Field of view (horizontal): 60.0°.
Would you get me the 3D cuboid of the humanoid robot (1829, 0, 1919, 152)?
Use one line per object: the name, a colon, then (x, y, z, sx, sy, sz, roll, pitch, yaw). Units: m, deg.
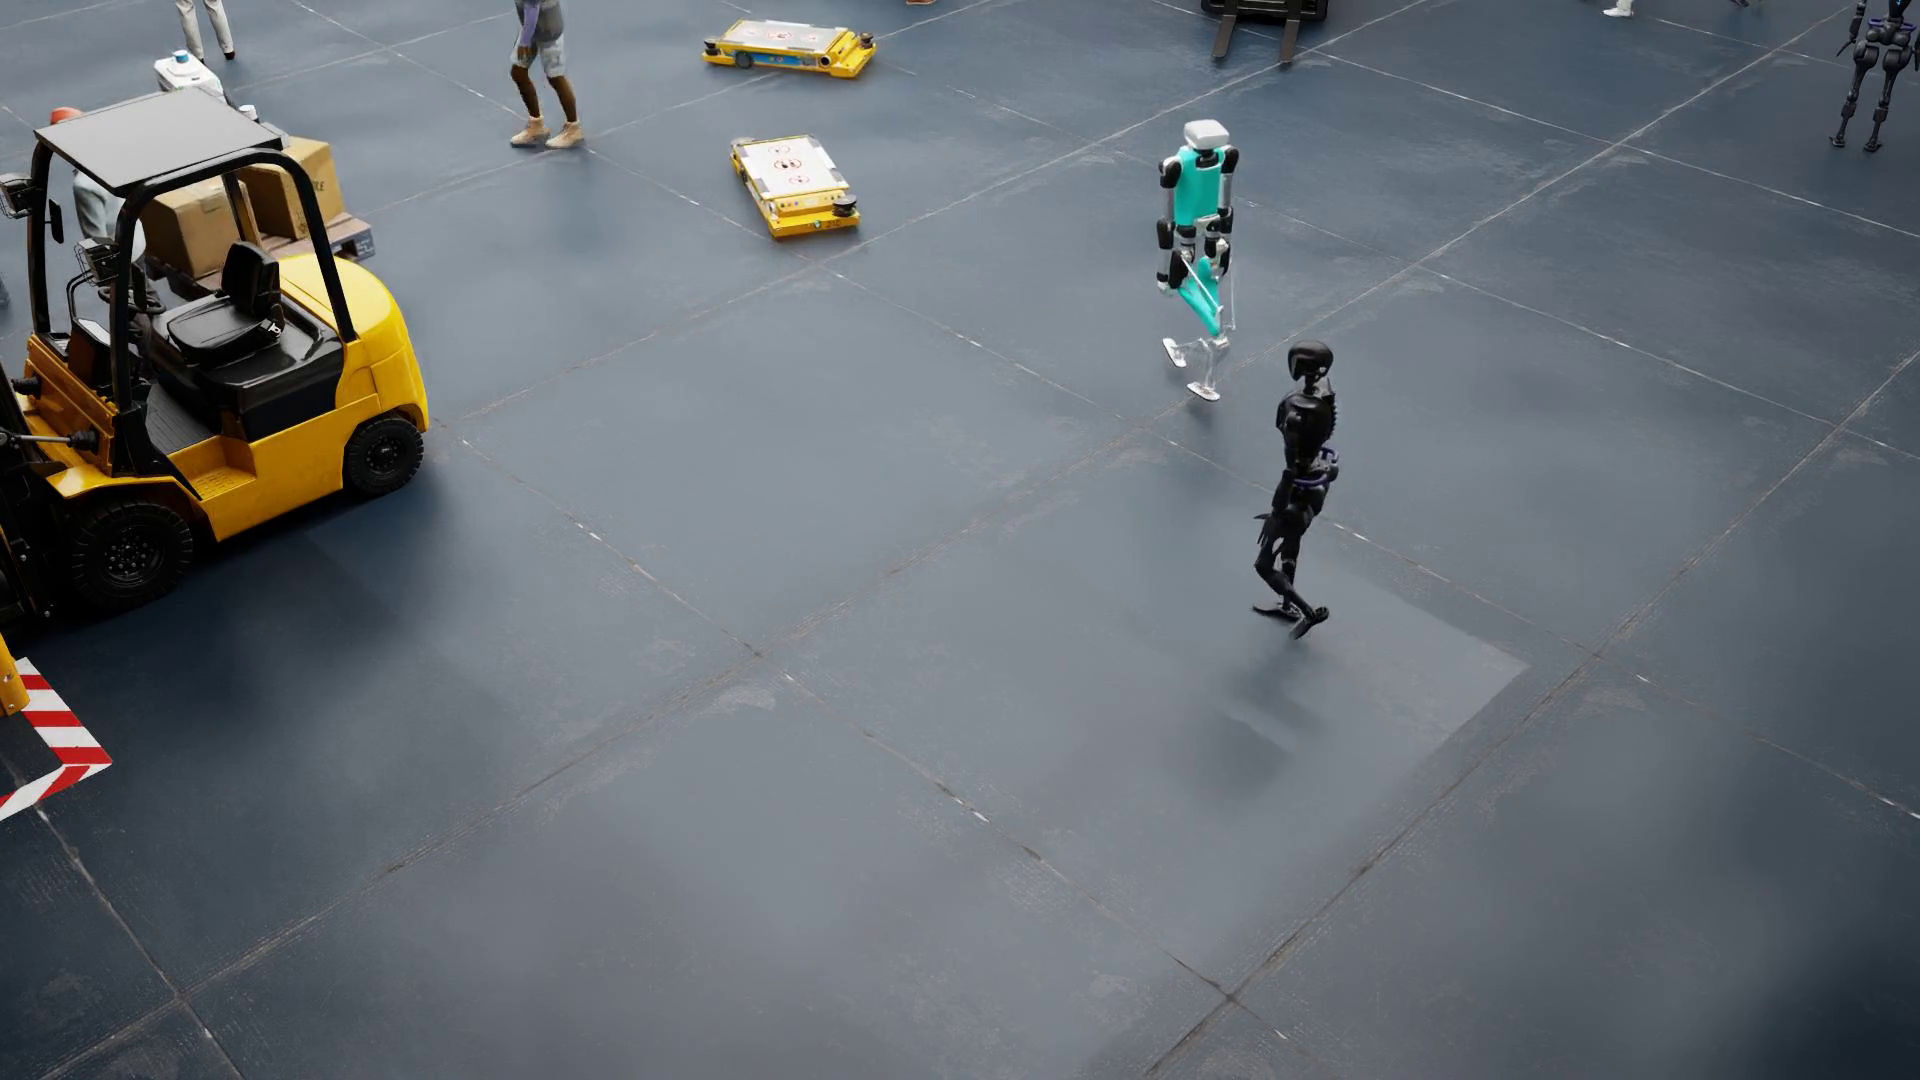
humanoid robot: (7.237, -3.896, 13.023, 0.599, 1.657, 0.315, 17, 40, 22)

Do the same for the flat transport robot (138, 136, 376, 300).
flat transport robot: (-4.761, -1.802, 11.408, 1.431, 0.231, 0.659, 27, 44, 31)

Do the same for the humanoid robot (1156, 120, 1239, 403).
humanoid robot: (1.476, -1.588, 9.889, 0.543, 1.753, 0.957, -20, 41, -25)

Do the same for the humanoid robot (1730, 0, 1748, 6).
humanoid robot: (7.611, -5.881, 15.697, 0.611, 1.652, 0.377, -9, 38, -12)

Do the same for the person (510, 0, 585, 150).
person: (-3.313, -3.924, 12.801, 0.719, 2.000, 0.603, -20, 41, -24)

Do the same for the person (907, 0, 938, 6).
person: (-0.415, -6.057, 15.722, 0.368, 1.931, 0.628, -13, 39, -17)

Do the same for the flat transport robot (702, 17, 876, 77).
flat transport robot: (-1.529, -4.411, 14.902, 1.431, 0.231, 0.659, 9, 38, 12)

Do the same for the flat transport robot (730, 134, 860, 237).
flat transport robot: (-1.273, -2.722, 12.640, 0.659, 0.231, 1.431, -12, 38, -15)

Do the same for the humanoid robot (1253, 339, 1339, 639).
humanoid robot: (1.718, -0.240, 8.141, 0.425, 1.641, 0.612, 17, 40, 22)

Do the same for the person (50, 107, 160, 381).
person: (-5.185, -1.806, 10.187, 0.348, 1.738, 0.572, -3, 37, -4)

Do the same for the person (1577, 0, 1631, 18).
person: (6.113, -5.735, 15.565, 0.671, 1.593, 0.564, 10, 38, 13)

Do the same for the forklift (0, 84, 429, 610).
forklift: (-4.145, -1.093, 8.856, 2.313, 2.155, 1.214, -31, 47, -34)

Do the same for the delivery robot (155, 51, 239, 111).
delivery robot: (-6.360, -3.733, 13.763, 0.499, 0.604, 0.801, -25, 43, -30)

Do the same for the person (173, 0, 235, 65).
person: (-6.736, -5.030, 14.465, 0.541, 1.784, 0.383, -23, 42, -27)

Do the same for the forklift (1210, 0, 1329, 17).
forklift: (3.106, -6.400, 15.960, 1.214, 2.155, 2.313, 8, 37, 10)
